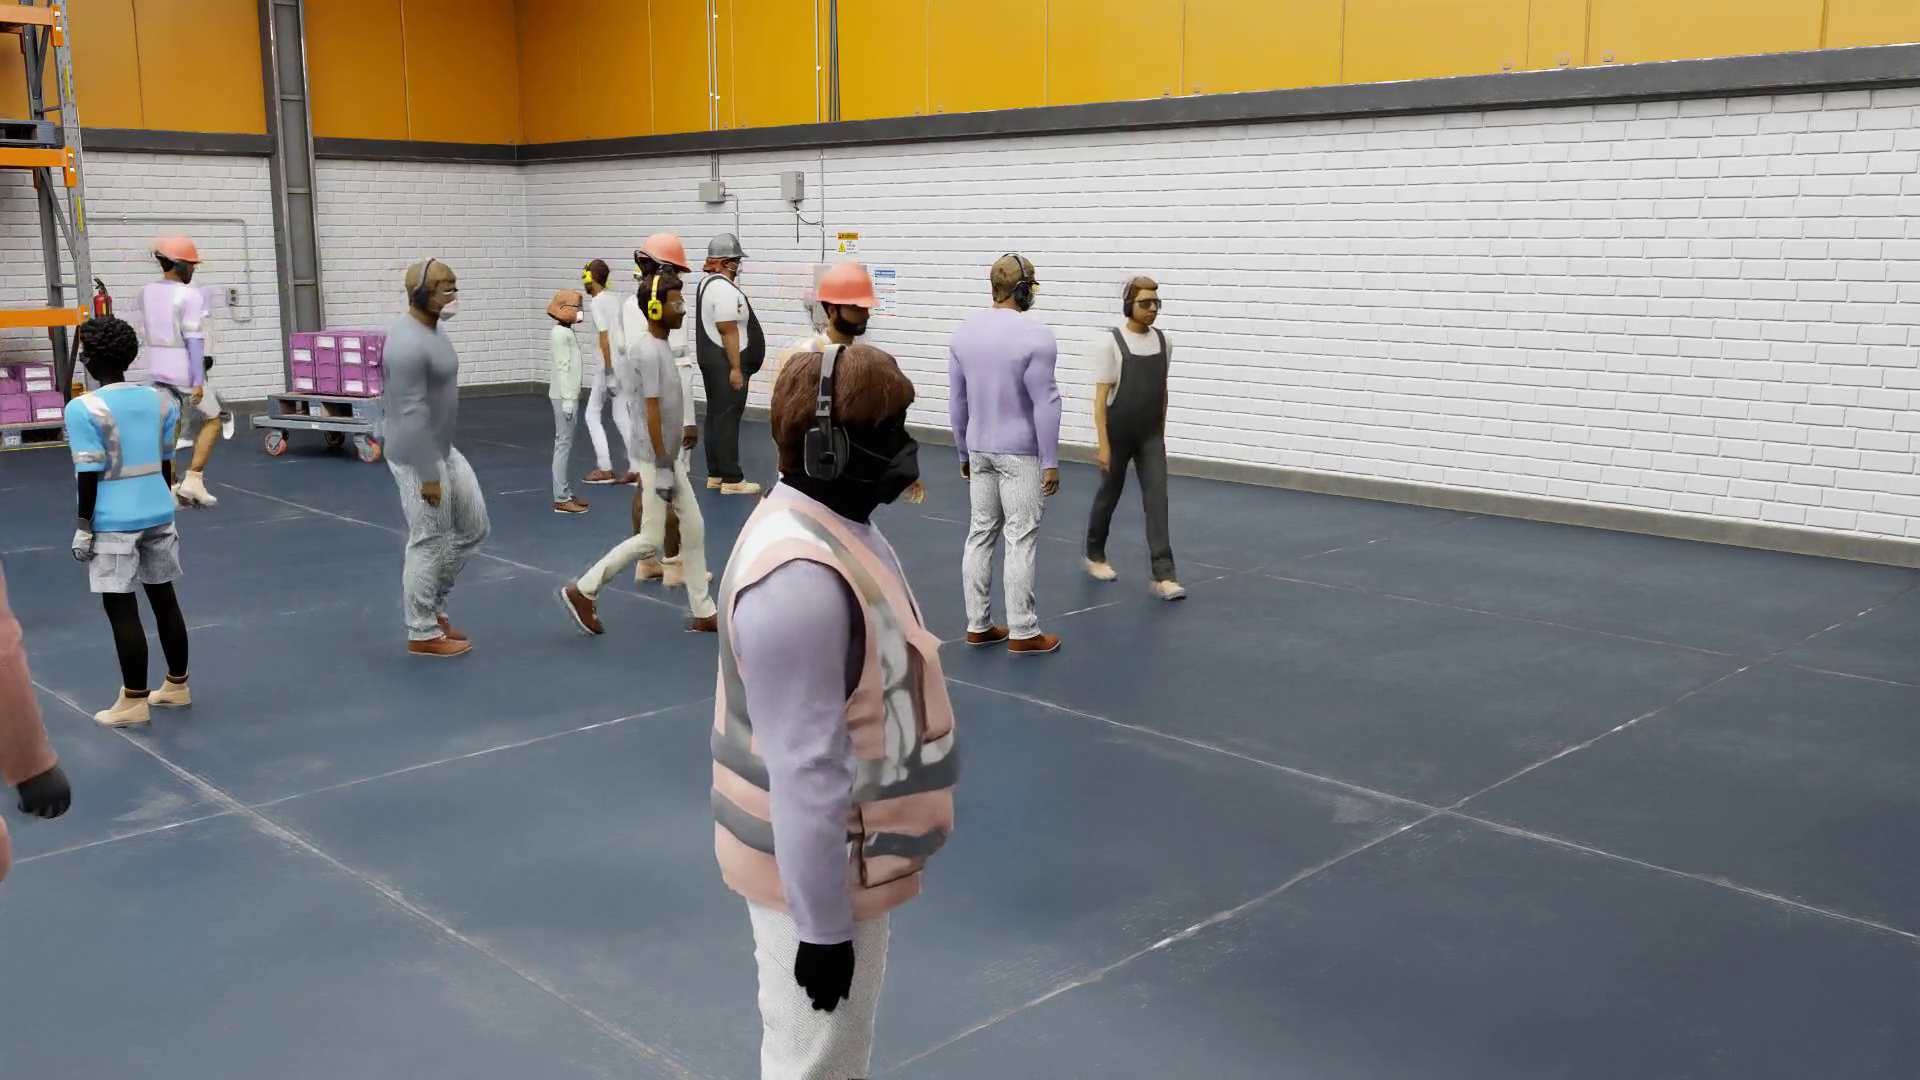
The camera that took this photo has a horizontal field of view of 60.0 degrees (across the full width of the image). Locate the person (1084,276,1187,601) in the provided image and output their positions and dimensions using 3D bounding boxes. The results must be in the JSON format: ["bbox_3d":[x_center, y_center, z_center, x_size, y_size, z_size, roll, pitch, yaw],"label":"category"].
[{"bbox_3d":[0.975,-0.594,9.454,0.531,1.803,0.980,-5,11,-25],"label":"person"}]

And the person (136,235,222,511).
[{"bbox_3d":[-5.743,-1.219,12.233,0.623,2.021,0.468,3,11,18],"label":"person"}]

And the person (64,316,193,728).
[{"bbox_3d":[-3.448,-0.072,6.877,0.317,1.695,0.540,3,11,16],"label":"person"}]

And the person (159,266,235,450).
[{"bbox_3d":[-7.310,-1.824,15.832,0.602,1.909,0.680,3,11,17],"label":"person"}]

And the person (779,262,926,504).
[{"bbox_3d":[-0.465,-0.287,7.510,0.929,1.894,0.562,6,12,30],"label":"person"}]

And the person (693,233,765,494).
[{"bbox_3d":[-1.806,-1.394,13.144,0.536,2.000,0.672,-5,11,-24],"label":"person"}]

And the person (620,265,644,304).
[{"bbox_3d":[-2.677,-1.534,14.478,0.594,1.832,0.404,8,13,36],"label":"person"}]

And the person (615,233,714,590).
[{"bbox_3d":[-1.702,-0.733,9.560,0.605,2.035,0.385,10,14,43],"label":"person"}]

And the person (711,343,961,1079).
[{"bbox_3d":[-0.213,0.576,2.950,0.430,1.844,0.624,0,10,0],"label":"person"}]

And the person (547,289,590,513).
[{"bbox_3d":[-2.875,-1.021,12.222,0.276,1.631,0.507,-2,11,-9],"label":"person"}]

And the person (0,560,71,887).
[{"bbox_3d":[-2.254,0.434,3.607,0.676,1.881,0.453,9,14,41],"label":"person"}]

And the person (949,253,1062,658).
[{"bbox_3d":[0.226,-0.403,8.020,0.635,1.937,0.353,9,14,41],"label":"person"}]

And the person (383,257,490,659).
[{"bbox_3d":[-2.484,-0.365,7.863,0.447,1.918,0.646,-1,10,-4],"label":"person"}]

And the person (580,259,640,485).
[{"bbox_3d":[-2.841,-1.350,13.478,0.636,1.824,0.541,3,11,15],"label":"person"}]

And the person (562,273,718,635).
[{"bbox_3d":[-1.551,-0.411,8.348,0.859,1.846,0.519,0,10,2],"label":"person"}]
